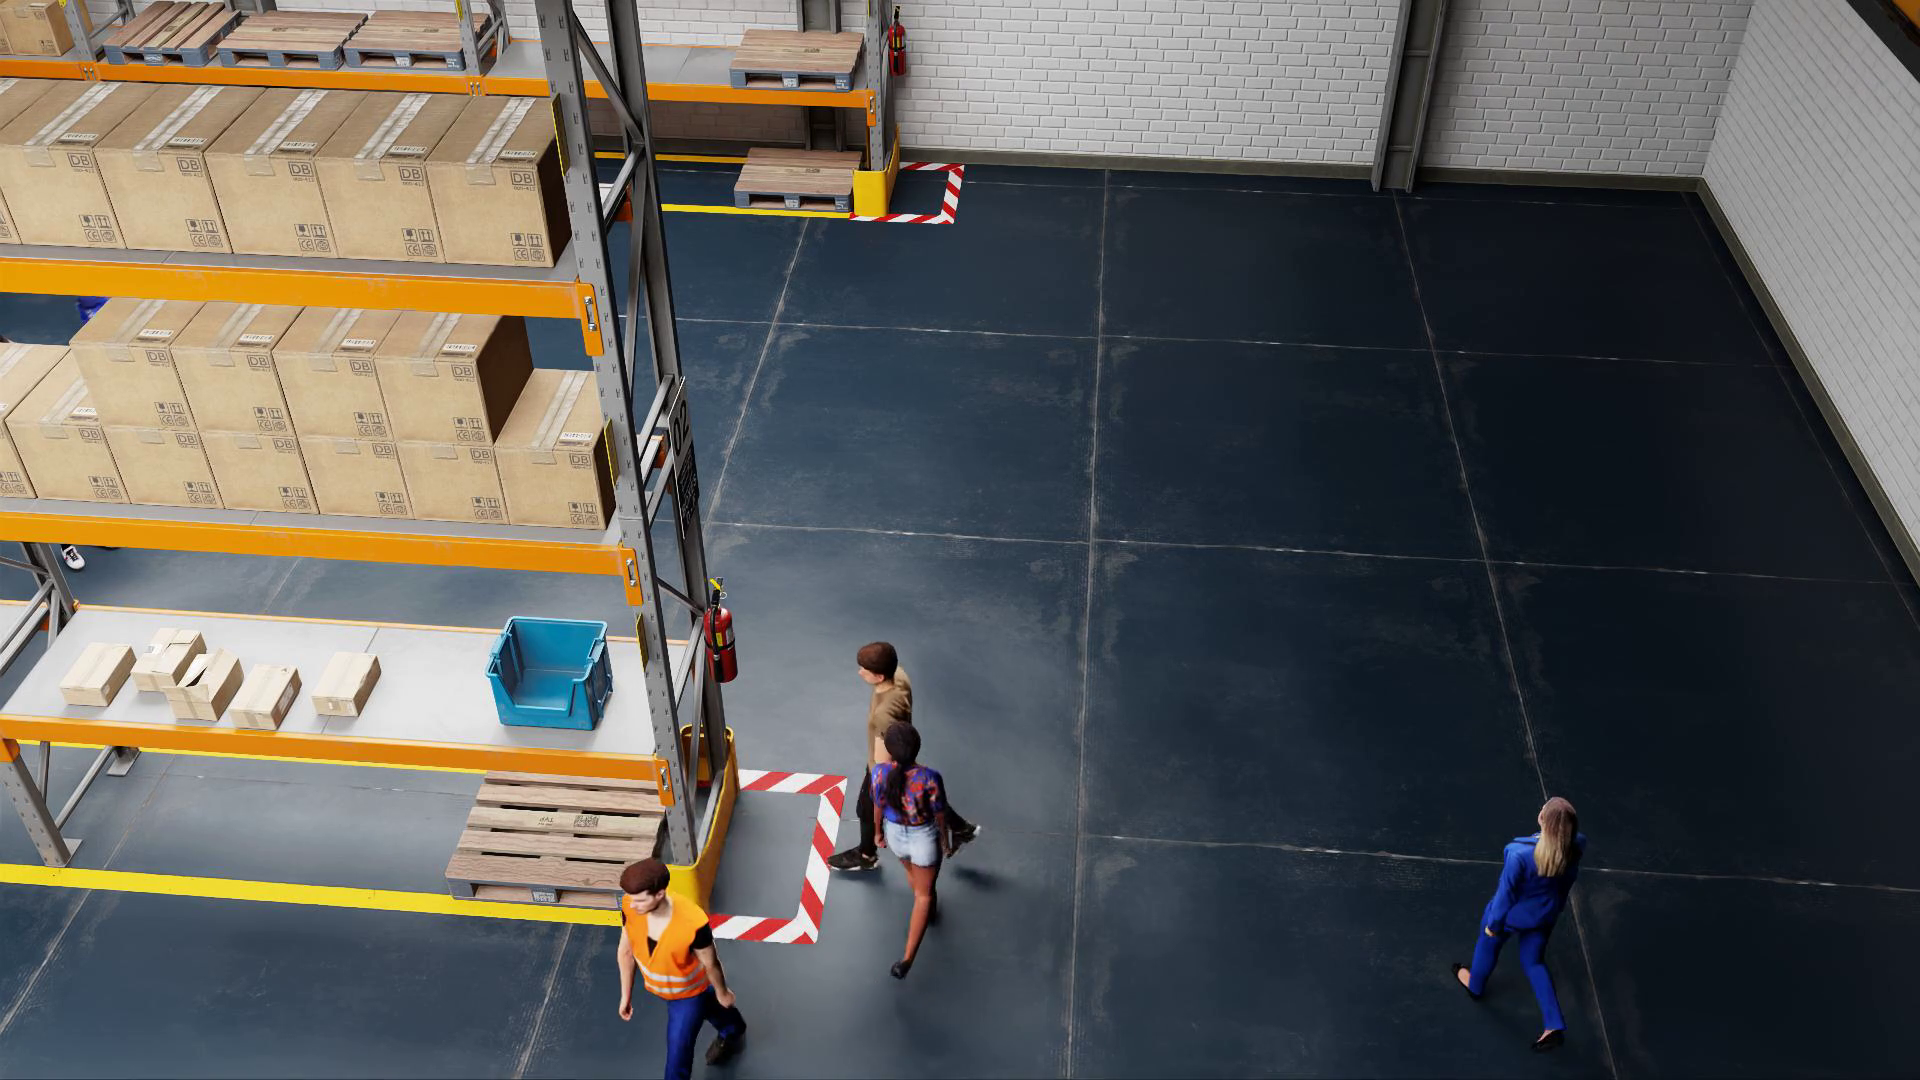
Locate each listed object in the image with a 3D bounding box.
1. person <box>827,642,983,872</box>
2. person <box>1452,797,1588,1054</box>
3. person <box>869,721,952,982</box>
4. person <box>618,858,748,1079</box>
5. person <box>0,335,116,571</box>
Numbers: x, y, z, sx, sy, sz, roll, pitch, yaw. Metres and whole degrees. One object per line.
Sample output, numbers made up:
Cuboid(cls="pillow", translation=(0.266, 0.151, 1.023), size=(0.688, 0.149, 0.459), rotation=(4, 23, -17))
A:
Cuboid(cls="person", translation=(-0.322, 1.304, 9.738), size=(1.159, 1.819, 0.671), rotation=(3, 39, 4))
Cuboid(cls="person", translation=(3.079, 2.073, 8.889), size=(1.070, 1.677, 0.972), rotation=(-14, 41, -17))
Cuboid(cls="person", translation=(-0.284, 1.755, 9.258), size=(1.041, 1.714, 0.780), rotation=(10, 40, 13))
Cuboid(cls="person", translation=(-1.397, 2.202, 8.600), size=(1.254, 1.836, 1.122), rotation=(21, 43, 24))
Cuboid(cls="person", translation=(-6.679, -0.692, 12.133), size=(0.782, 1.950, 0.795), rotation=(22, 44, 26))
